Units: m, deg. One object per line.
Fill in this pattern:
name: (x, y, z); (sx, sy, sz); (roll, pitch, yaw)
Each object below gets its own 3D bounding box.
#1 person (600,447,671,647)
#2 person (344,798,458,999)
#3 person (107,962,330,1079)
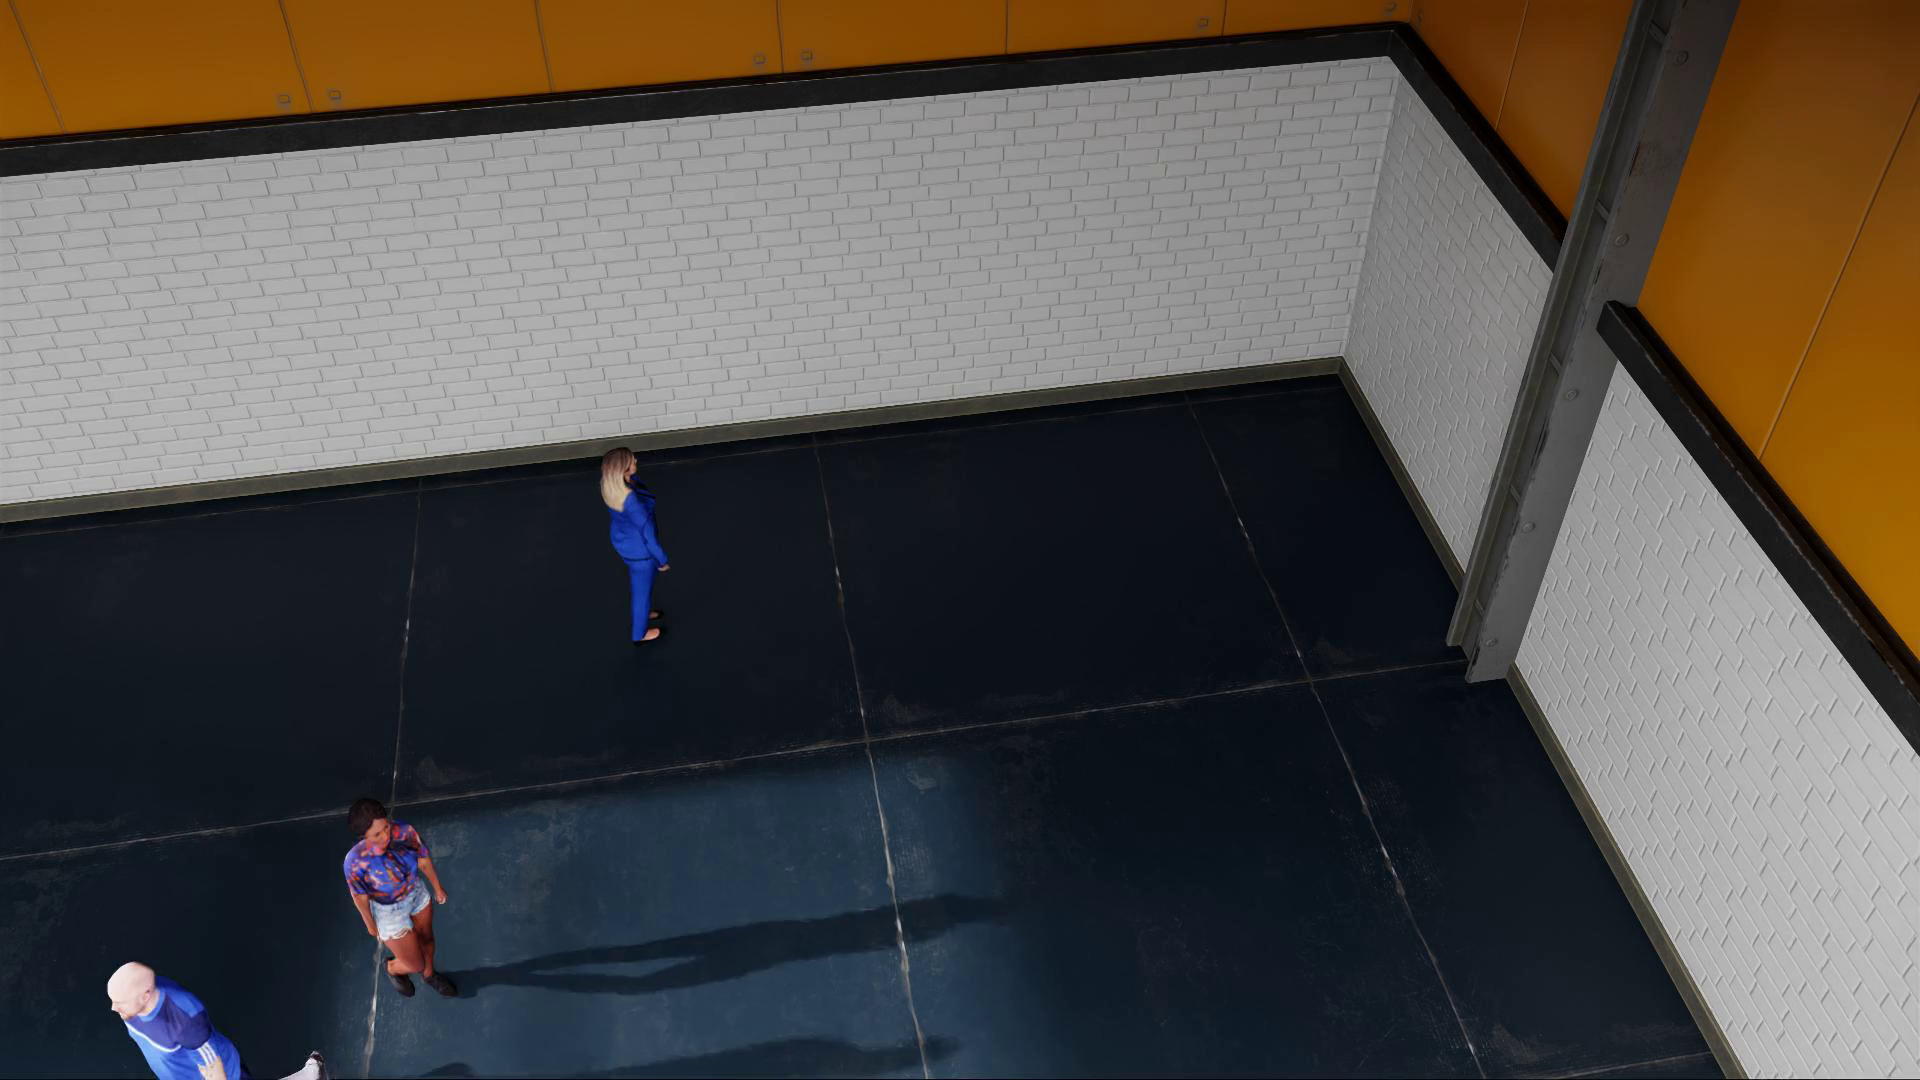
person: (-2.197, 0.084, 10.838); (0.800, 1.688, 0.686); (-26, 49, -25)
person: (-3.044, 1.915, 8.882); (0.829, 1.735, 0.769); (23, 48, 22)
person: (-3.653, 2.547, 8.163); (1.072, 1.811, 1.210); (18, 47, 18)
